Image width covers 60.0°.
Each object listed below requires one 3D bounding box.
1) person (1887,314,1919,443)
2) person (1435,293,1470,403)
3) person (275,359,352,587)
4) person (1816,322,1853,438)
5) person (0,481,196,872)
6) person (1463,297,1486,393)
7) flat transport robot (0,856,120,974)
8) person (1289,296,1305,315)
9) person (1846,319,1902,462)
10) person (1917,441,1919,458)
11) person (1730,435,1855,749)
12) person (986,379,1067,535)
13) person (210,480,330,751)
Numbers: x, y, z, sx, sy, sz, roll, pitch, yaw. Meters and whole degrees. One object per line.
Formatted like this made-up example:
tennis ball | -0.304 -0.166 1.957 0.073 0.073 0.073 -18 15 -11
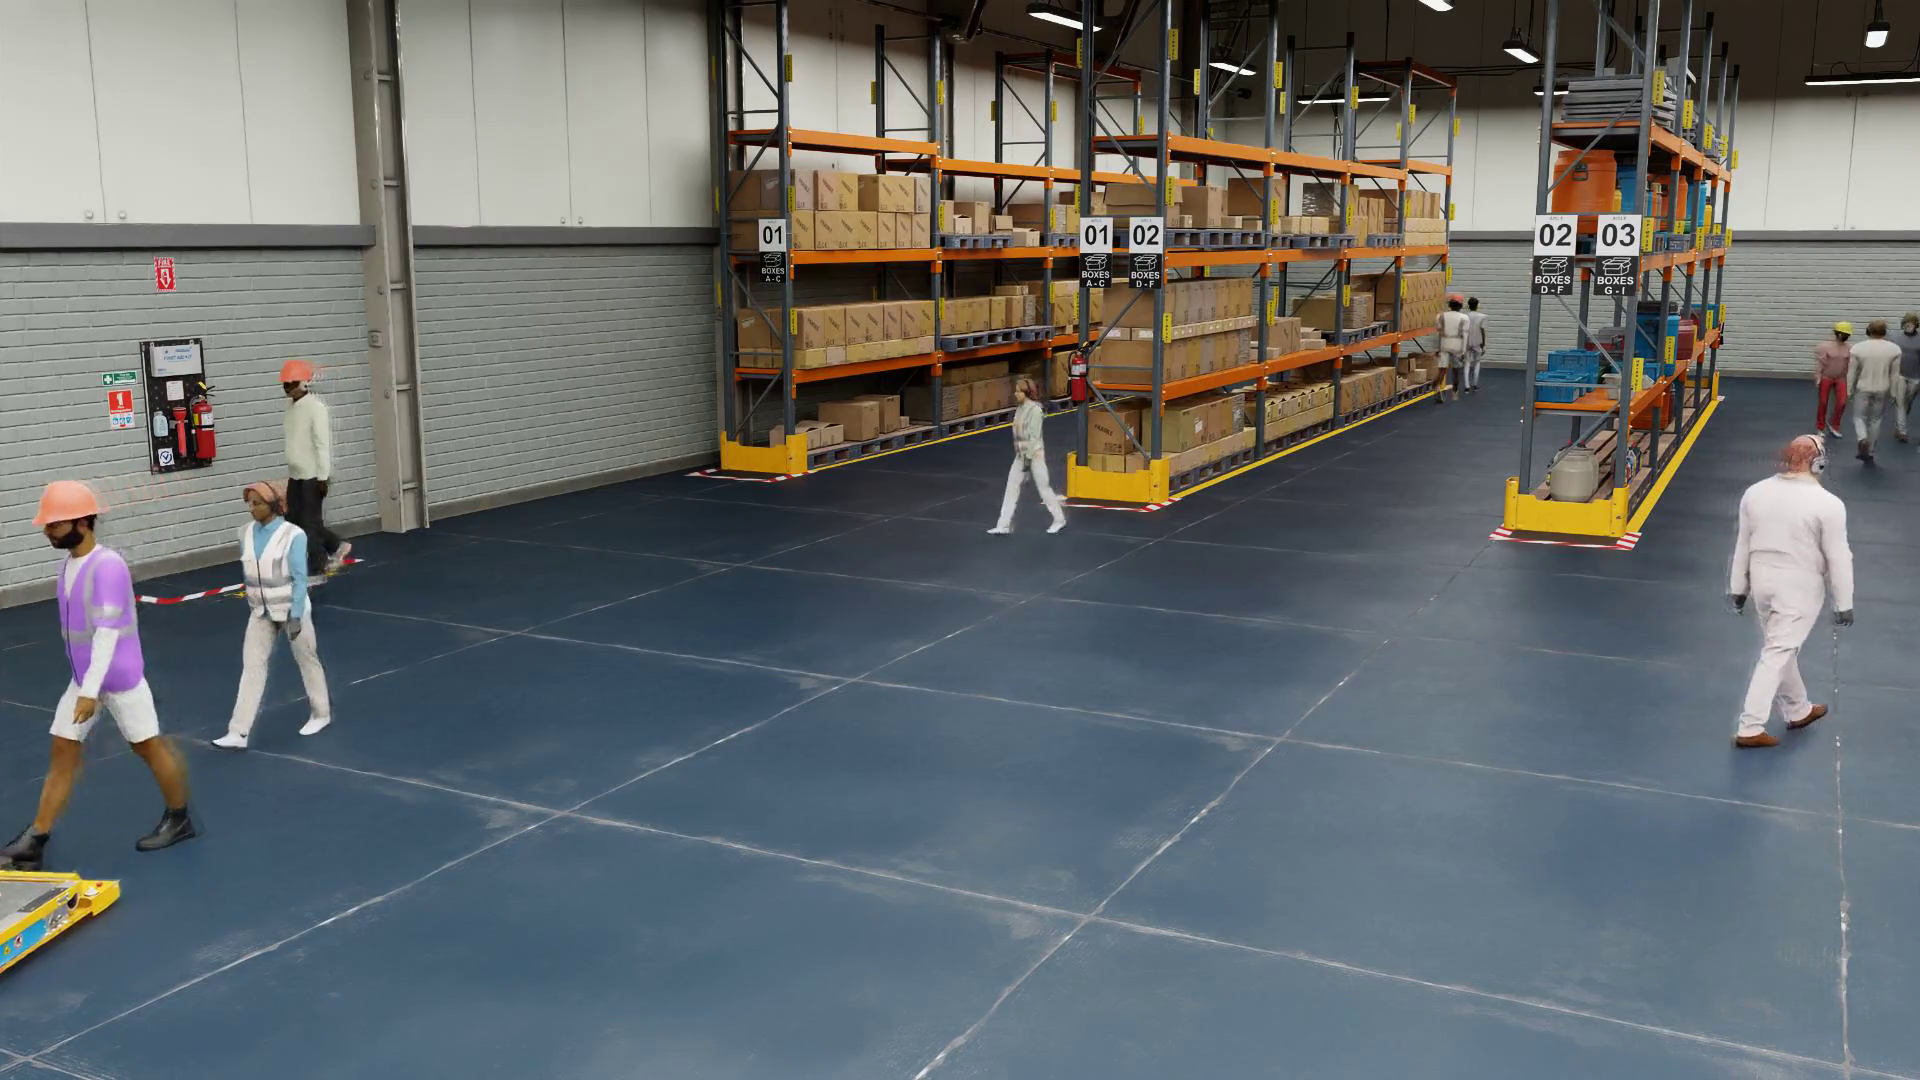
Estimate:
person | 14.055 -2.407 24.687 0.648 1.881 1.001 4 11 22
person | 8.878 -3.468 30.109 0.611 2.011 0.913 5 12 26
person | -5.618 -0.585 14.432 0.637 1.980 0.561 9 13 39
person | 13.145 -2.397 24.999 0.574 1.731 0.659 2 11 9
person | -4.193 0.659 7.947 0.552 1.874 1.017 7 13 34
person | 9.943 -3.782 32.278 0.545 1.832 0.858 4 11 22
flat transport robot | -4.197 1.658 6.878 0.652 0.197 1.431 1 10 4
person | 6.547 -3.750 31.979 0.640 1.872 0.932 8 13 36
person | 12.170 -1.973 22.180 0.638 1.926 0.554 4 11 19
person | 10.371 -0.973 17.459 0.545 1.651 0.866 3 11 18
person | 5.028 0.302 9.916 0.971 1.856 0.665 -5 11 -24
person | 0.721 -0.840 16.877 0.851 1.600 0.517 -5 12 -26
person | -4.081 0.446 9.855 0.540 1.587 0.848 4 11 20
